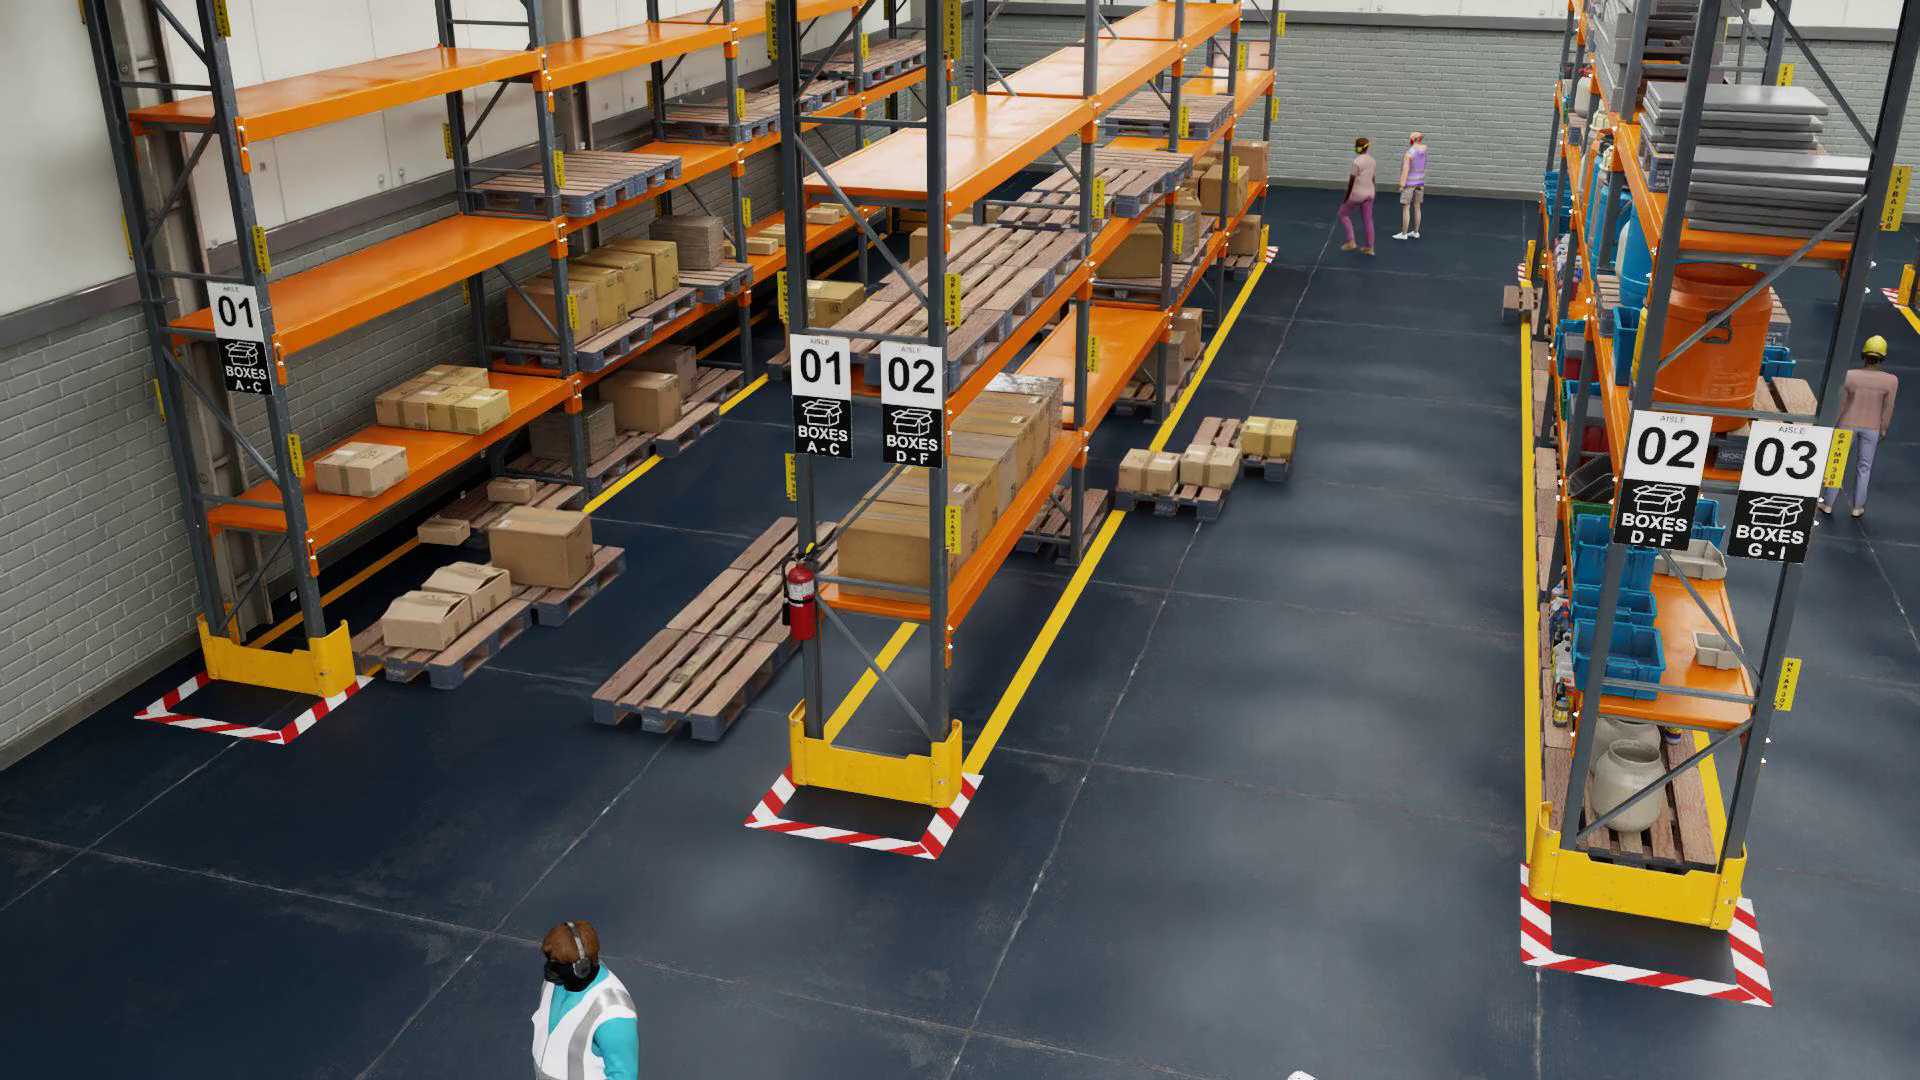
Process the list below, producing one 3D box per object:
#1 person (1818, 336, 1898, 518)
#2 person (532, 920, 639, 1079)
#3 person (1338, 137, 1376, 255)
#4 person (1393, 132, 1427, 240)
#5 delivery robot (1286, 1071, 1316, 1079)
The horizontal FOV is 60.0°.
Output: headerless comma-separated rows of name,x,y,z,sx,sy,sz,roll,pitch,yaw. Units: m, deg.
person,8.513,-1.072,15.767,0.521,1.768,0.310,9,25,20
person,-1.662,2.484,7.428,0.429,1.844,0.624,-19,30,-37
person,6.113,-5.252,25.446,0.576,1.776,0.553,-15,28,-32
person,7.182,-5.620,26.415,0.489,1.688,0.350,-14,27,-29
delivery robot,1.837,2.917,8.039,0.769,0.587,0.499,21,31,40
